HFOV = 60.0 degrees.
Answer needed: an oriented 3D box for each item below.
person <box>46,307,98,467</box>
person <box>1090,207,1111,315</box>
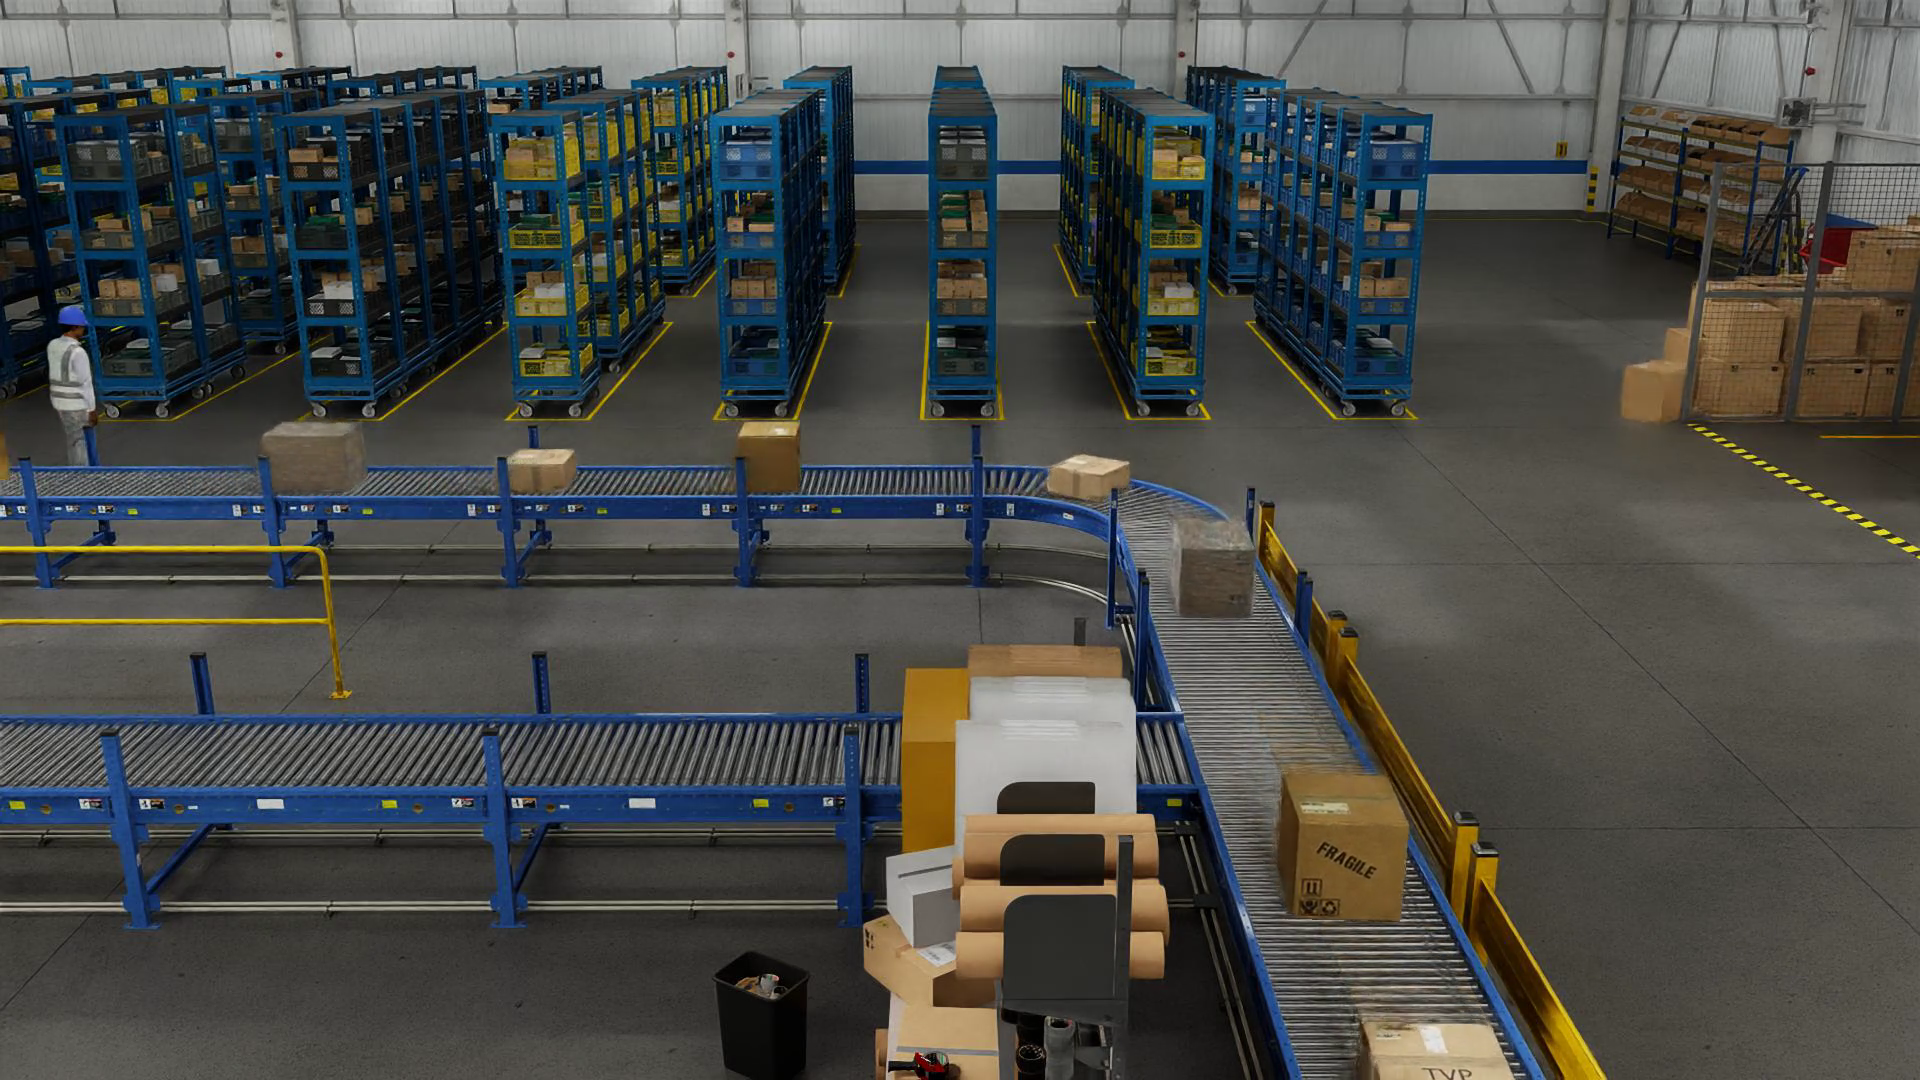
[{"bbox_3d":[-8.895,-1.376,16.774,0.645,1.931,0.462,13,22,34],"label":"person"},{"bbox_3d":[2.329,-4.492,26.511,0.565,1.838,0.383,9,20,26],"label":"person"}]
